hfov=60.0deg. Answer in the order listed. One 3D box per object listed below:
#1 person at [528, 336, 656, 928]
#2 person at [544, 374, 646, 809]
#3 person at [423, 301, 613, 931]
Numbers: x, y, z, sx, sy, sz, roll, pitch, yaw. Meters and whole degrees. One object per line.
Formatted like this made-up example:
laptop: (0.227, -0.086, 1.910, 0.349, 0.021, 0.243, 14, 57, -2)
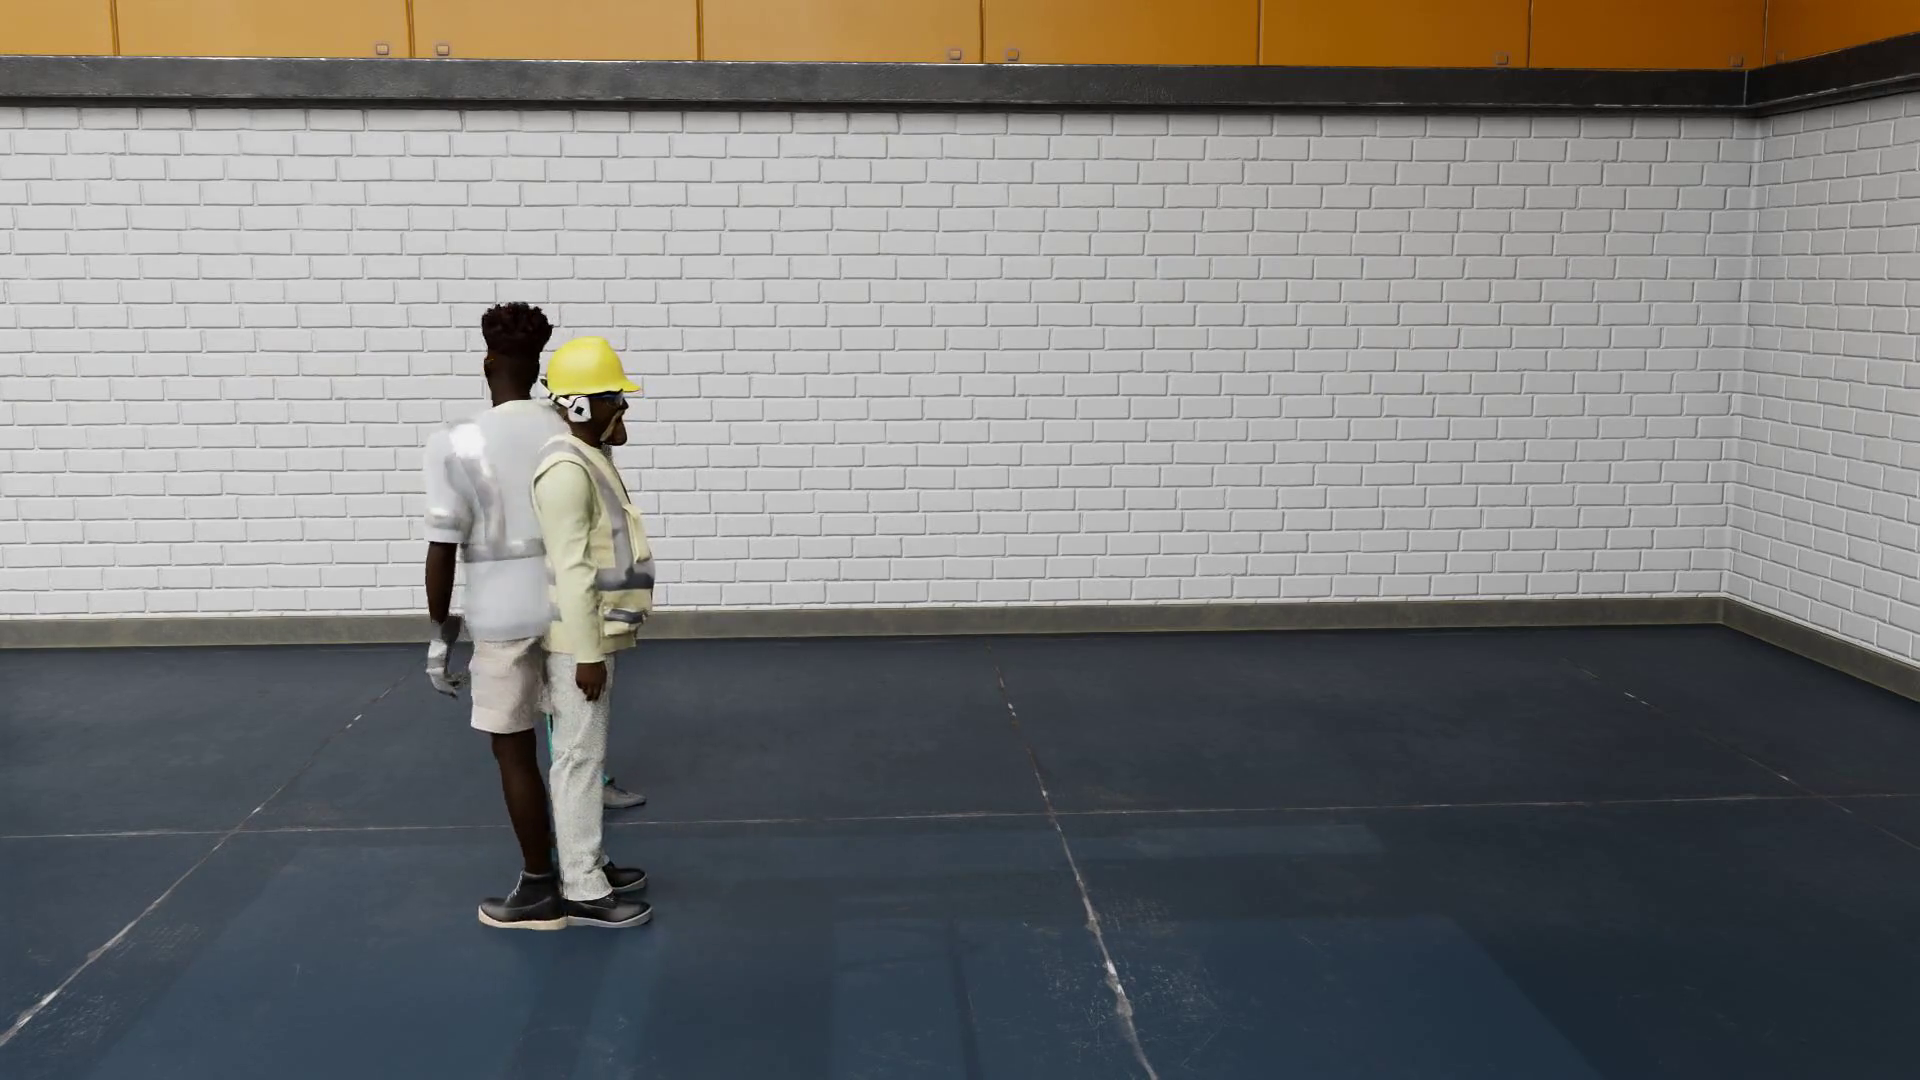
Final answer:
person: (-1.159, 0.281, 5.237, 0.404, 1.835, 0.588, -2, 9, -9)
person: (-1.424, 0.138, 6.351, 0.323, 1.769, 0.523, -5, 10, -29)
person: (-1.341, 0.241, 5.166, 0.656, 1.939, 0.423, -7, 12, -39)
